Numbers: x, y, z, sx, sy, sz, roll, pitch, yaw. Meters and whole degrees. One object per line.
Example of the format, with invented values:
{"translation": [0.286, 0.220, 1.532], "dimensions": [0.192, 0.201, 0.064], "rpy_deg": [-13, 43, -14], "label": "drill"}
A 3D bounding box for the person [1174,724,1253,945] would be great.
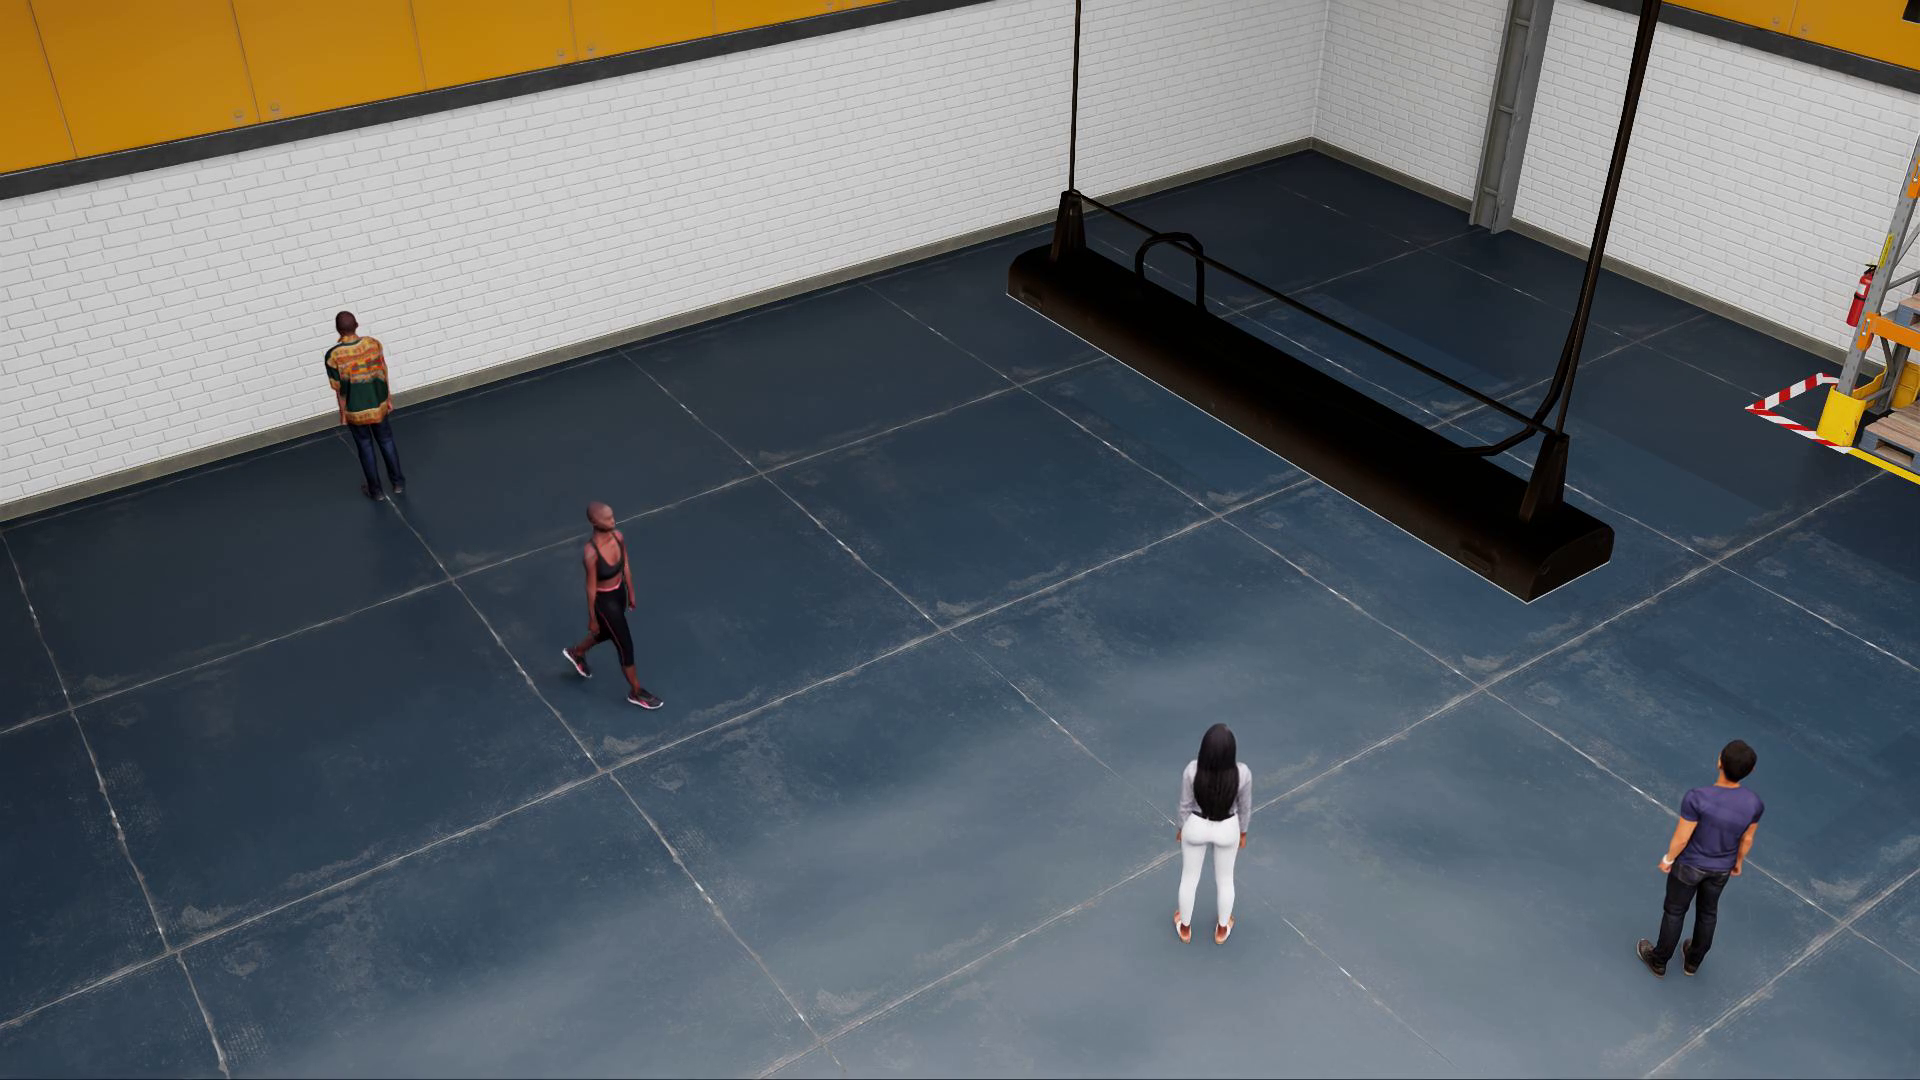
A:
{"translation": [1.556, 1.815, 10.305], "dimensions": [0.669, 1.724, 0.718], "rpy_deg": [4, 34, 6], "label": "person"}

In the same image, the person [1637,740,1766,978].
{"translation": [4.497, 1.942, 10.052], "dimensions": [0.718, 1.792, 0.726], "rpy_deg": [0, 34, 0], "label": "person"}

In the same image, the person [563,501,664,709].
{"translation": [-2.690, 0.450, 12.357], "dimensions": [1.212, 1.726, 0.980], "rpy_deg": [13, 36, 19], "label": "person"}

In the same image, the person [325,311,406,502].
{"translation": [-5.281, -1.197, 14.762], "dimensions": [0.704, 1.806, 0.660], "rpy_deg": [-24, 40, -31], "label": "person"}
